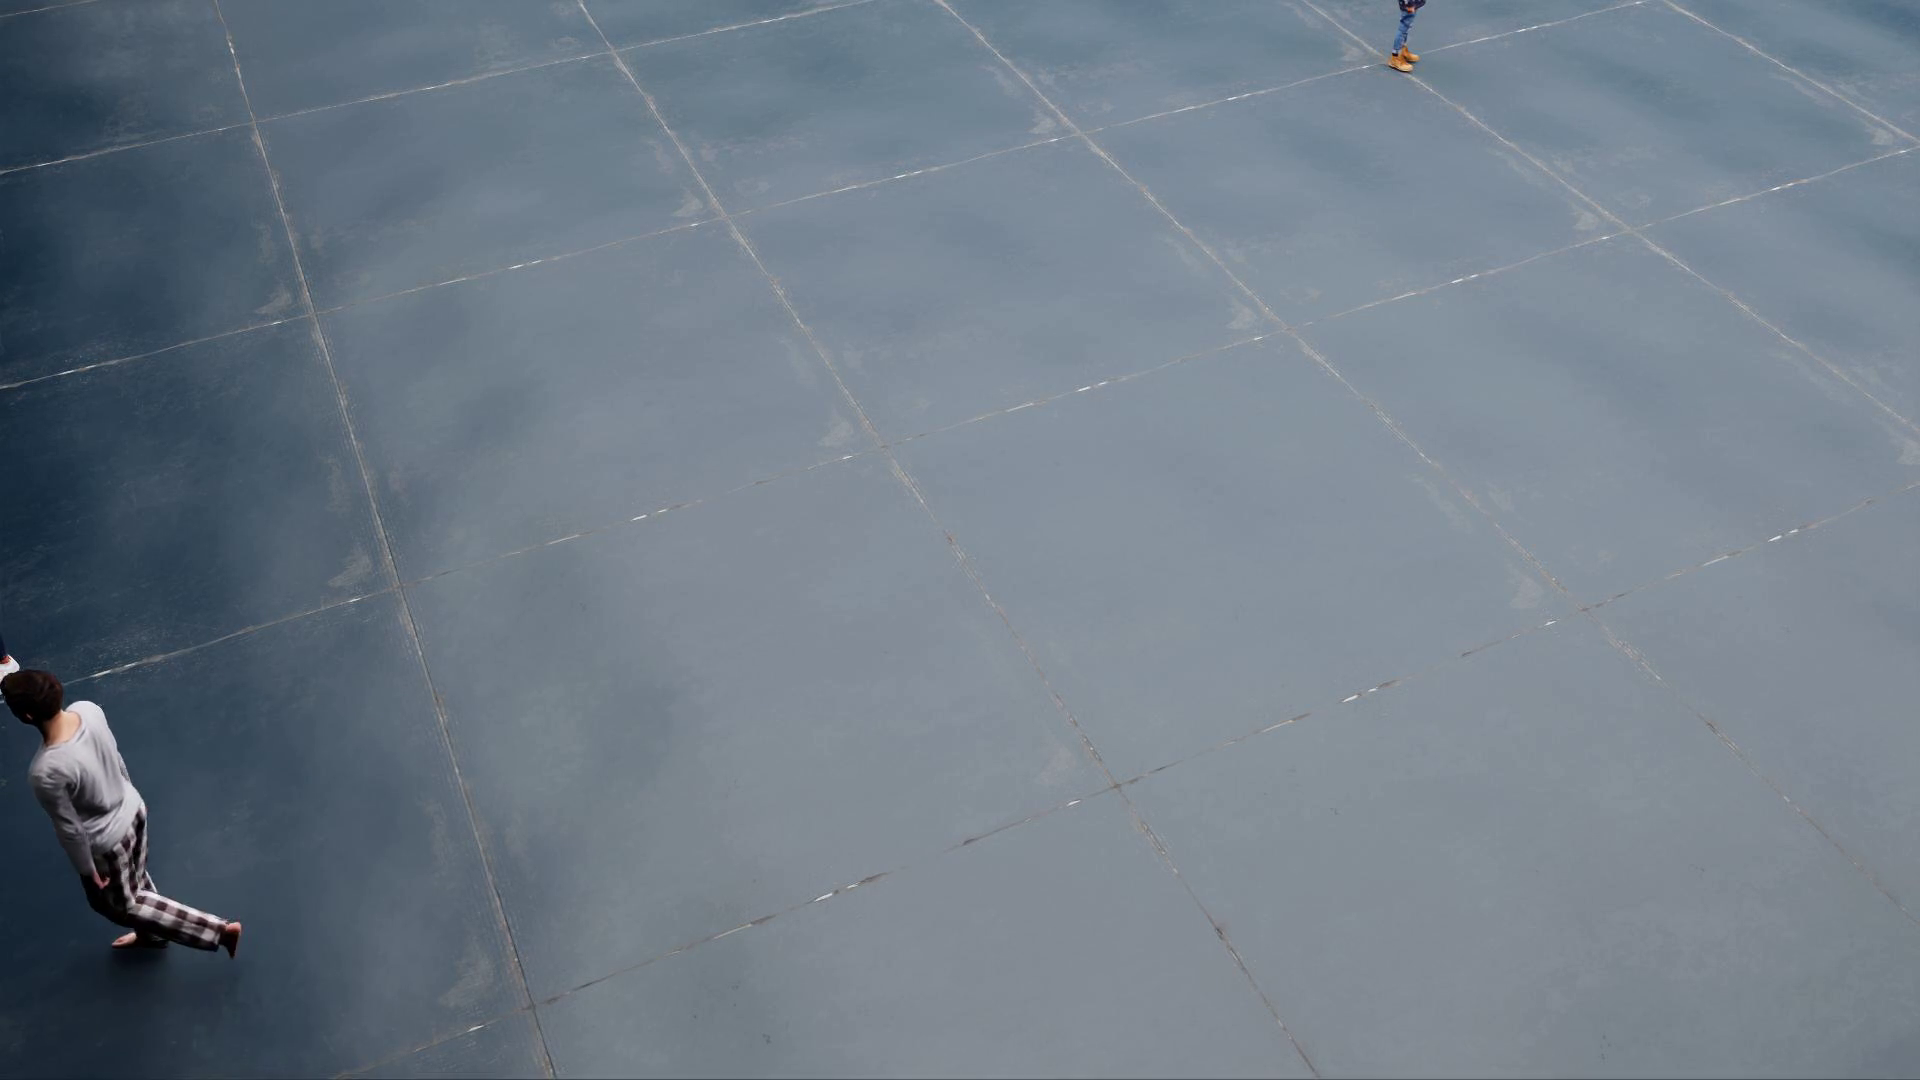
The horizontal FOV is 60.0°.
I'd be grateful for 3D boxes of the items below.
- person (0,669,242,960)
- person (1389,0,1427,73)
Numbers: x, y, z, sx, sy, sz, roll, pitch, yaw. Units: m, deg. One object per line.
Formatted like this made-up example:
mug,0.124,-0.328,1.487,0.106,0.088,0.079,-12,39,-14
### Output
person,-3.543,1.223,7.050,0.960,1.828,0.992,3,42,3
person,3.768,-4.548,13.835,0.646,1.250,0.594,19,46,20
